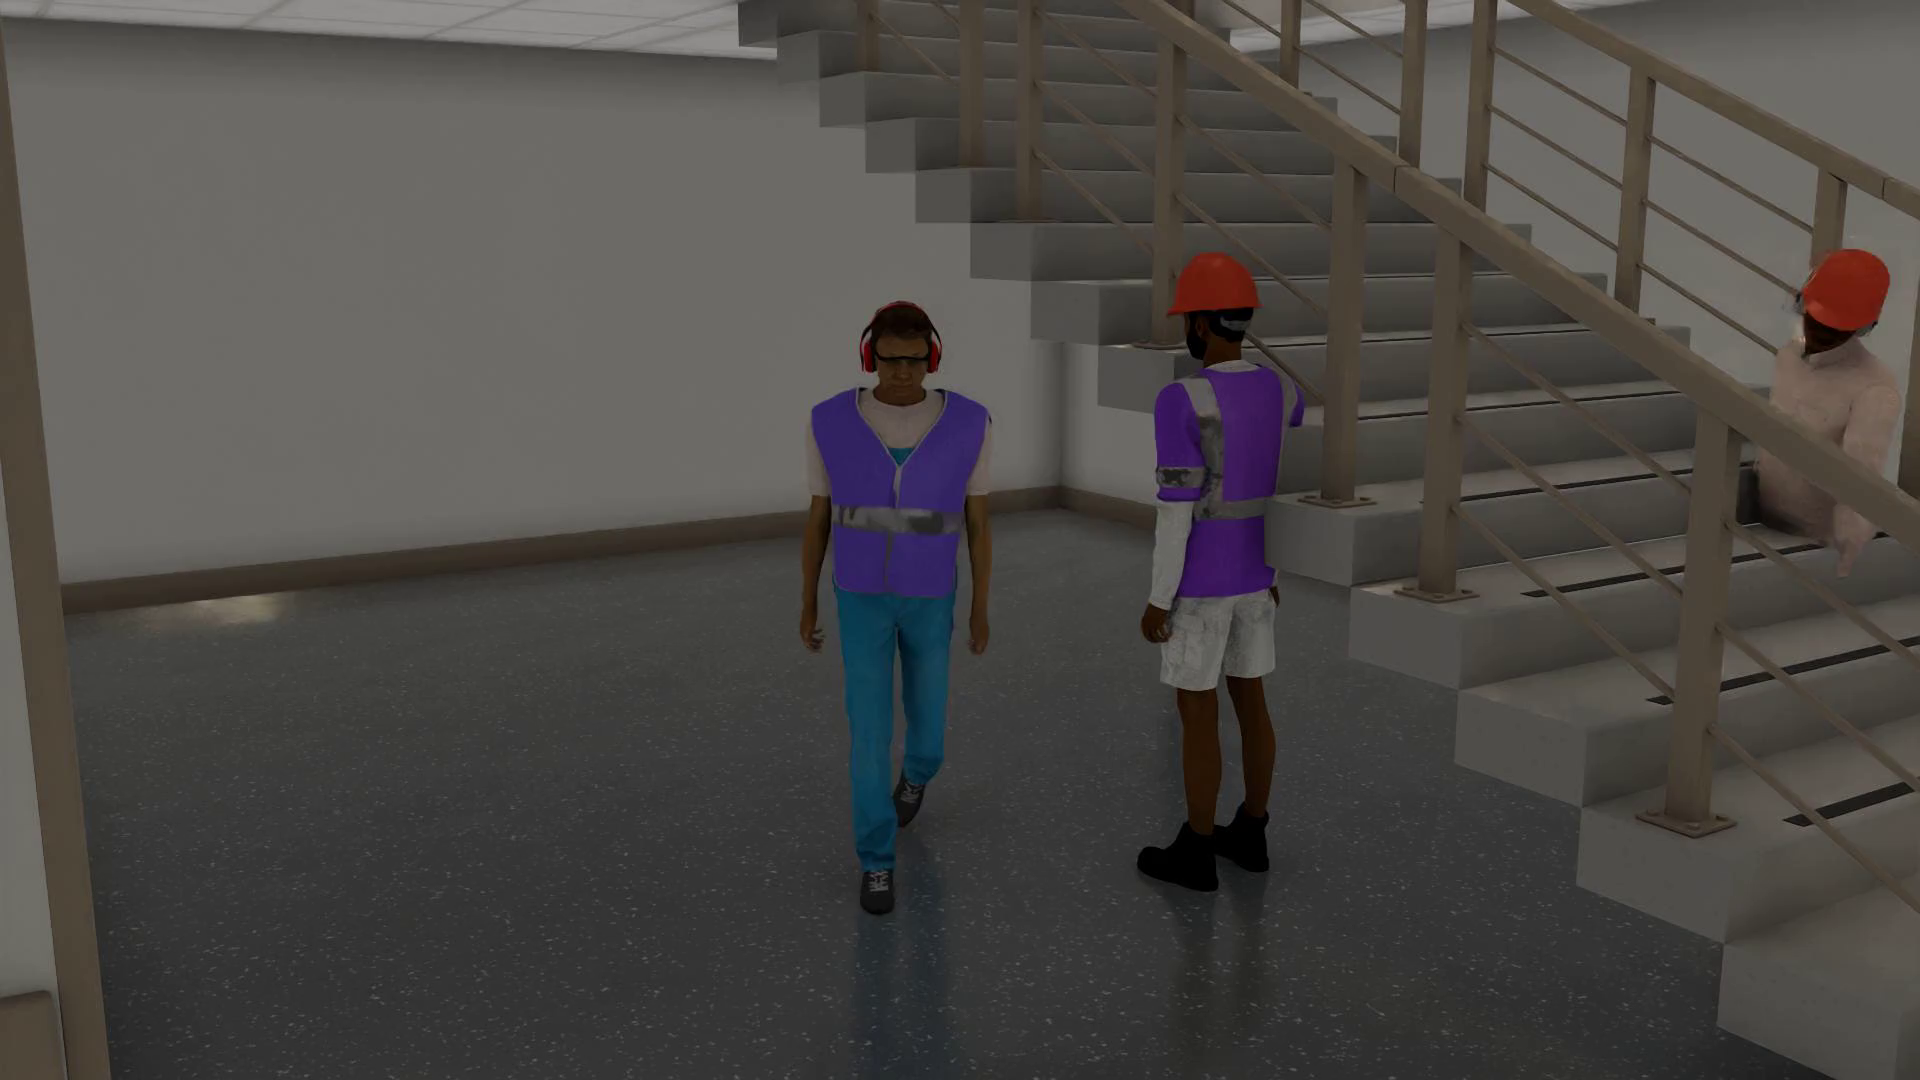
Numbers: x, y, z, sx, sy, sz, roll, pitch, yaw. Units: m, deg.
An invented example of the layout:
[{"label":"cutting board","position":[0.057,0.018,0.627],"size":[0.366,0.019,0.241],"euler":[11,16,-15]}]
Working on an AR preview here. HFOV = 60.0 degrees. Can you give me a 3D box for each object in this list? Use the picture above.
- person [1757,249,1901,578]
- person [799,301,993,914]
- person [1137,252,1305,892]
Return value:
[{"label":"person","position":[2.811,0.018,5.525],"size":[0.374,1.946,0.712],"euler":[0,11,1]},{"label":"person","position":[-0.199,0.158,5.161],"size":[0.584,1.808,0.801],"euler":[-1,11,-4]},{"label":"person","position":[0.771,0.104,5.074],"size":[0.542,1.937,0.360],"euler":[-8,13,-36]}]
